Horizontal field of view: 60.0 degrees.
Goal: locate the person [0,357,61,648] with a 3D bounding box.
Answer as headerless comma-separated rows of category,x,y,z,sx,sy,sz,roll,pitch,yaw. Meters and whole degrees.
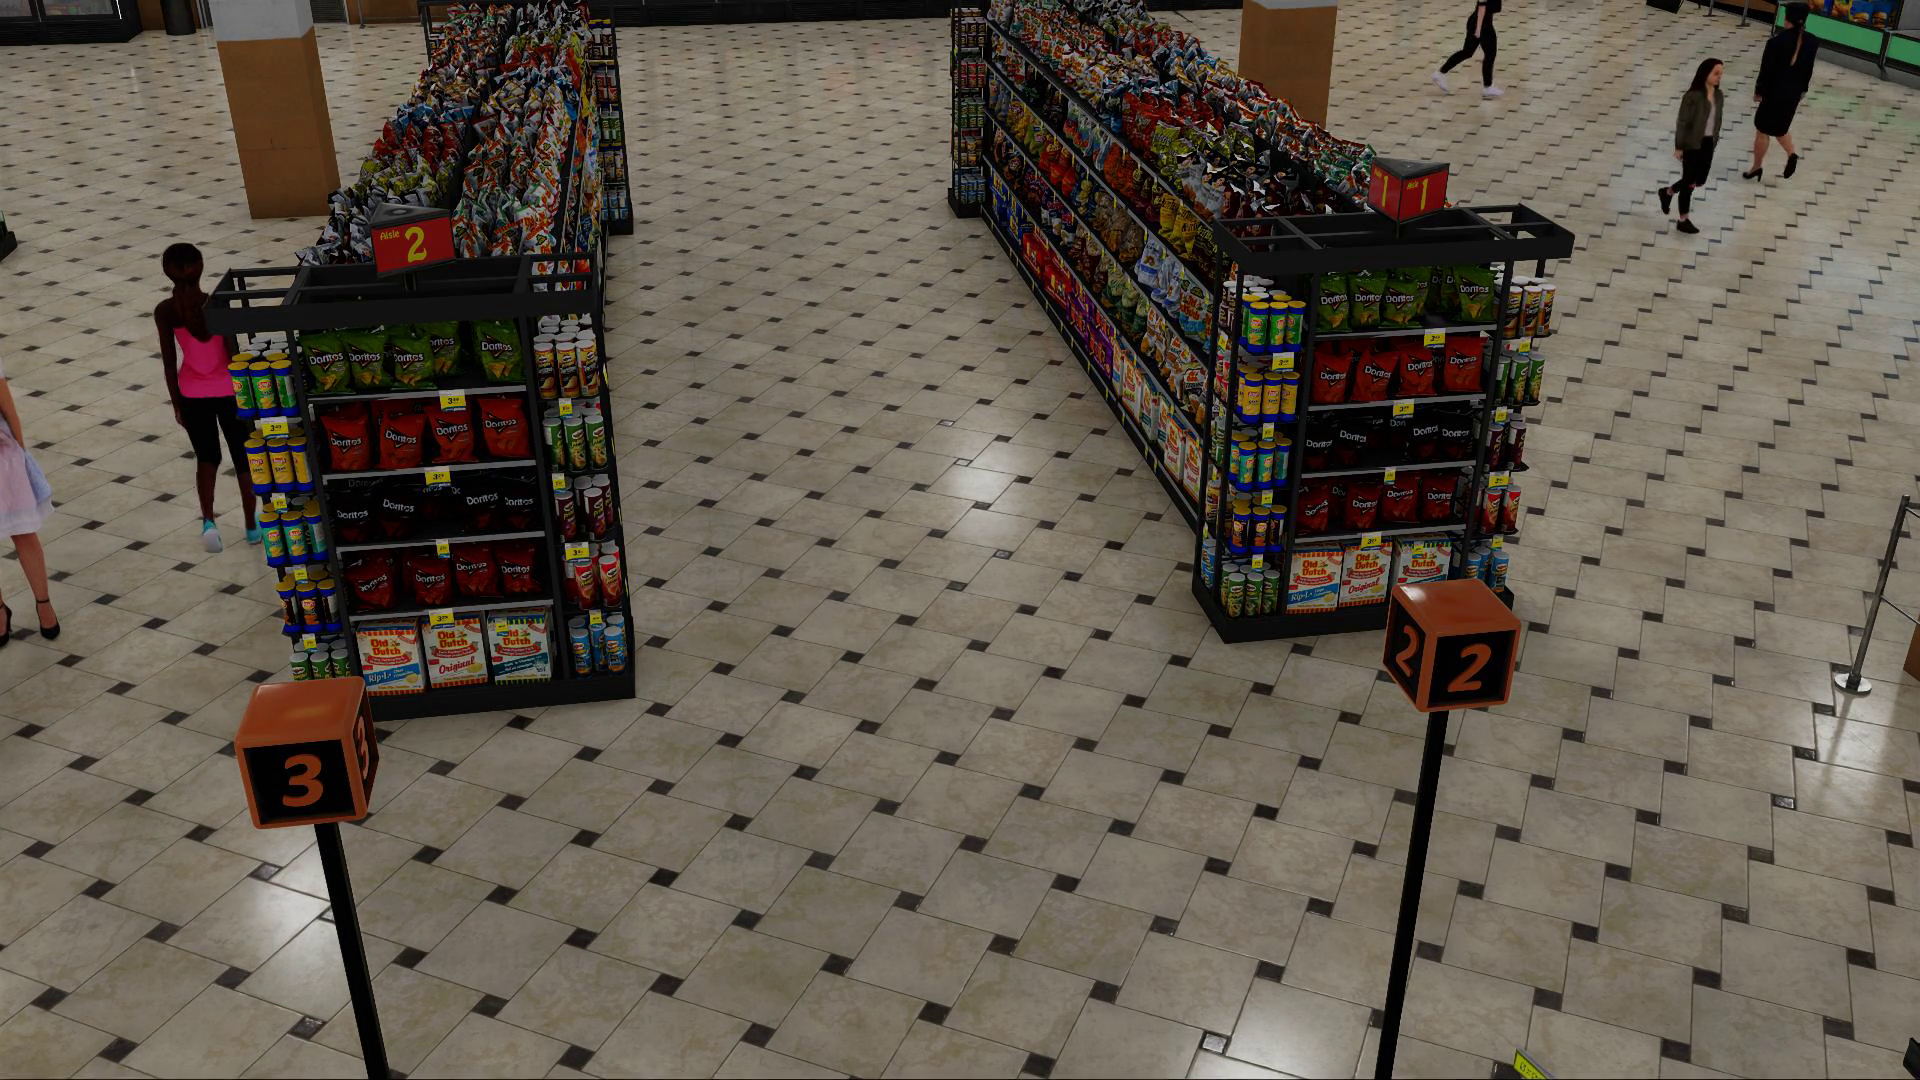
person,-4.635,-0.330,7.891,0.760,1.813,0.787,-10,29,-20

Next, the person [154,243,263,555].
person,-3.930,-0.691,8.719,0.558,1.709,0.869,-5,27,-9

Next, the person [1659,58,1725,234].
person,6.294,-3.407,14.348,0.674,1.460,0.874,-9,28,-18

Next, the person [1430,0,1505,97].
person,5.903,-5.912,19.122,0.942,1.611,1.104,5,27,11

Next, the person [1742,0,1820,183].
person,7.732,-4.153,15.598,0.714,1.659,0.832,-7,28,-13
